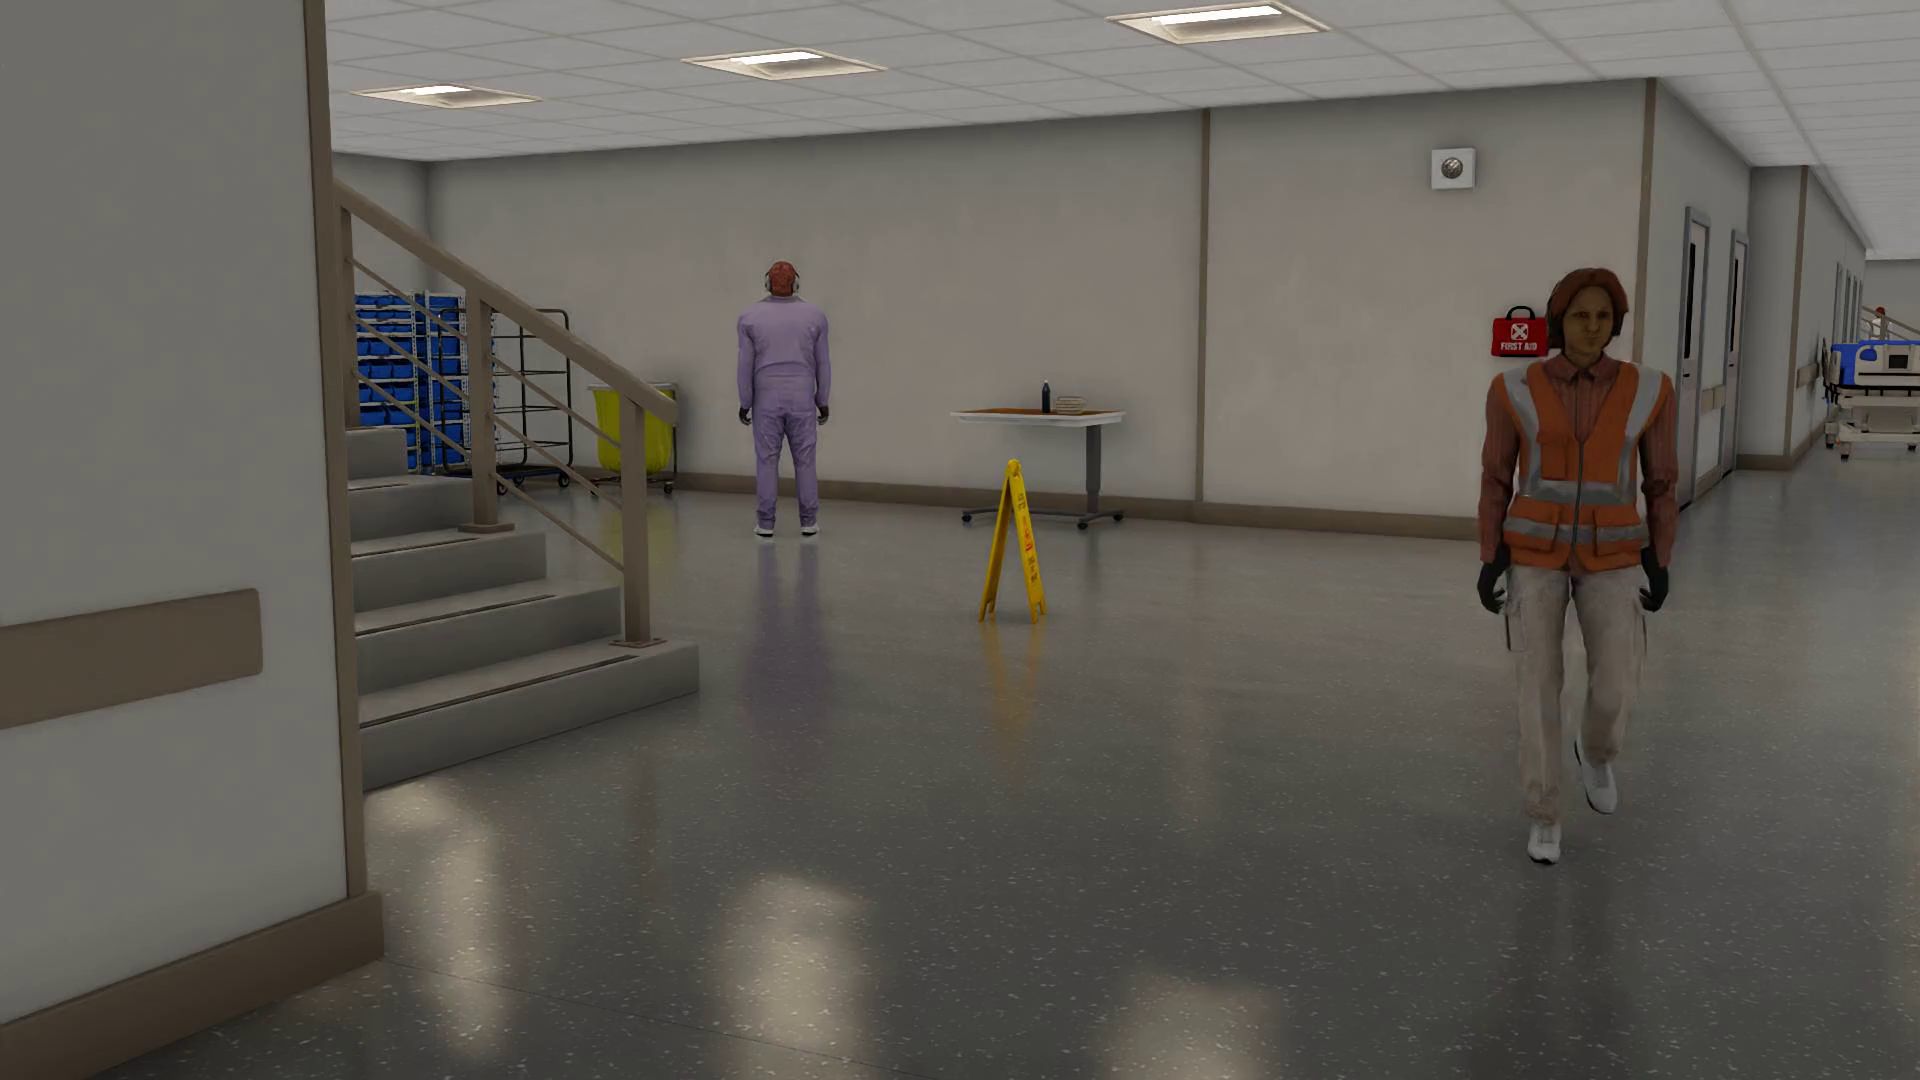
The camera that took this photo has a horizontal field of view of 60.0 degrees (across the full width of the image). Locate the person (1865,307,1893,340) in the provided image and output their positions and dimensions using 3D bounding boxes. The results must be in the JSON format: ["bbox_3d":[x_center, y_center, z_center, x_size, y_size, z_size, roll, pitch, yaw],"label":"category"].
[{"bbox_3d":[21.935,-4.623,39.721,0.575,1.885,0.355,4,8,28],"label":"person"}]

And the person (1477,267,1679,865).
[{"bbox_3d":[1.707,0.063,4.641,0.524,1.624,0.446,2,8,16],"label":"person"}]

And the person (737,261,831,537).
[{"bbox_3d":[-1.221,-0.971,11.539,0.651,1.907,0.409,-2,8,-11],"label":"person"}]
